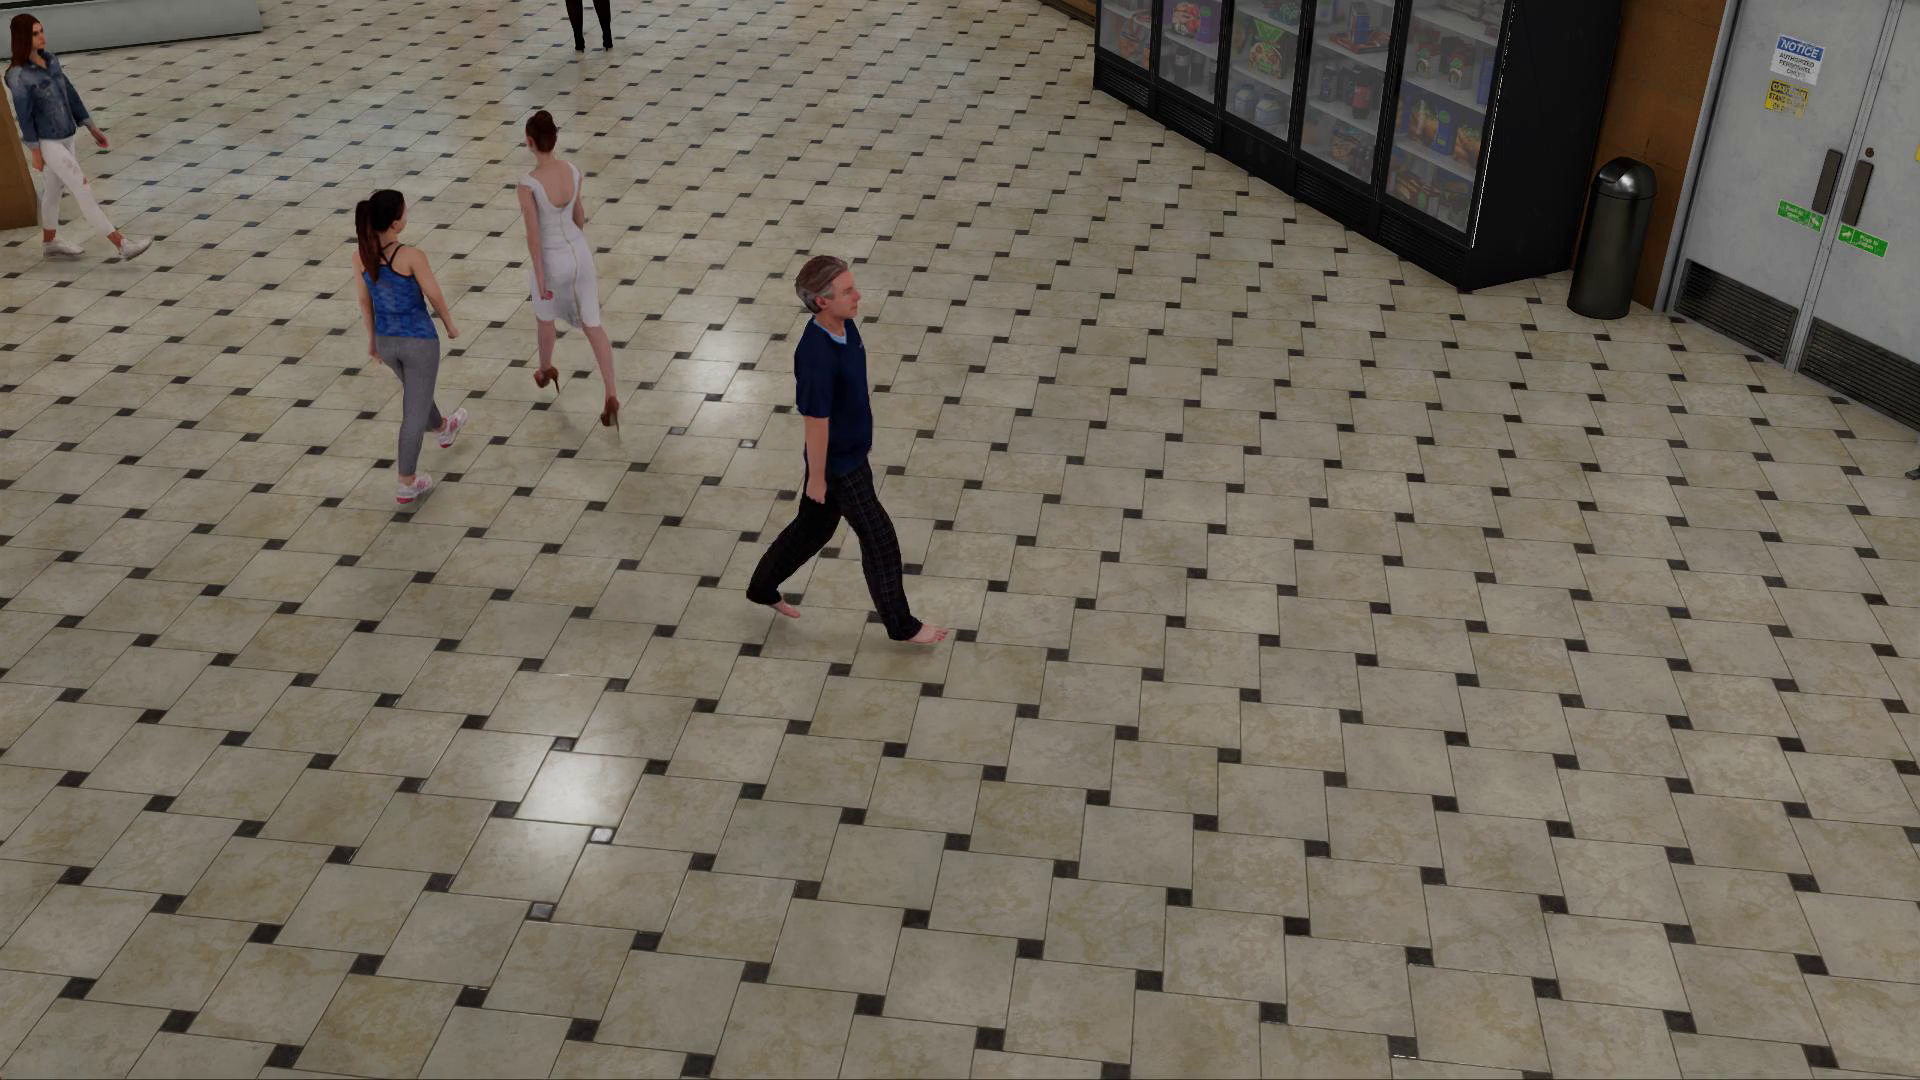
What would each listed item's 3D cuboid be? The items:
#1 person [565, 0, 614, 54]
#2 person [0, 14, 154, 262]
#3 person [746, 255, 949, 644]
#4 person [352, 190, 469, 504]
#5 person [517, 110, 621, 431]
[{"bbox_3d":[-3.520,-5.457,15.498,0.625,1.760,0.784,-7,32,-10],"label":"person"},{"bbox_3d":[-6.091,-2.619,11.040,1.179,1.651,0.950,1,32,2],"label":"person"},{"bbox_3d":[-0.616,-0.347,7.225,1.281,1.824,1.078,4,32,6],"label":"person"},{"bbox_3d":[-2.830,-0.938,8.425,1.011,1.560,1.052,9,33,14],"label":"person"},{"bbox_3d":[-2.089,-1.407,9.007,1.096,1.741,0.864,-25,40,-34],"label":"person"}]
